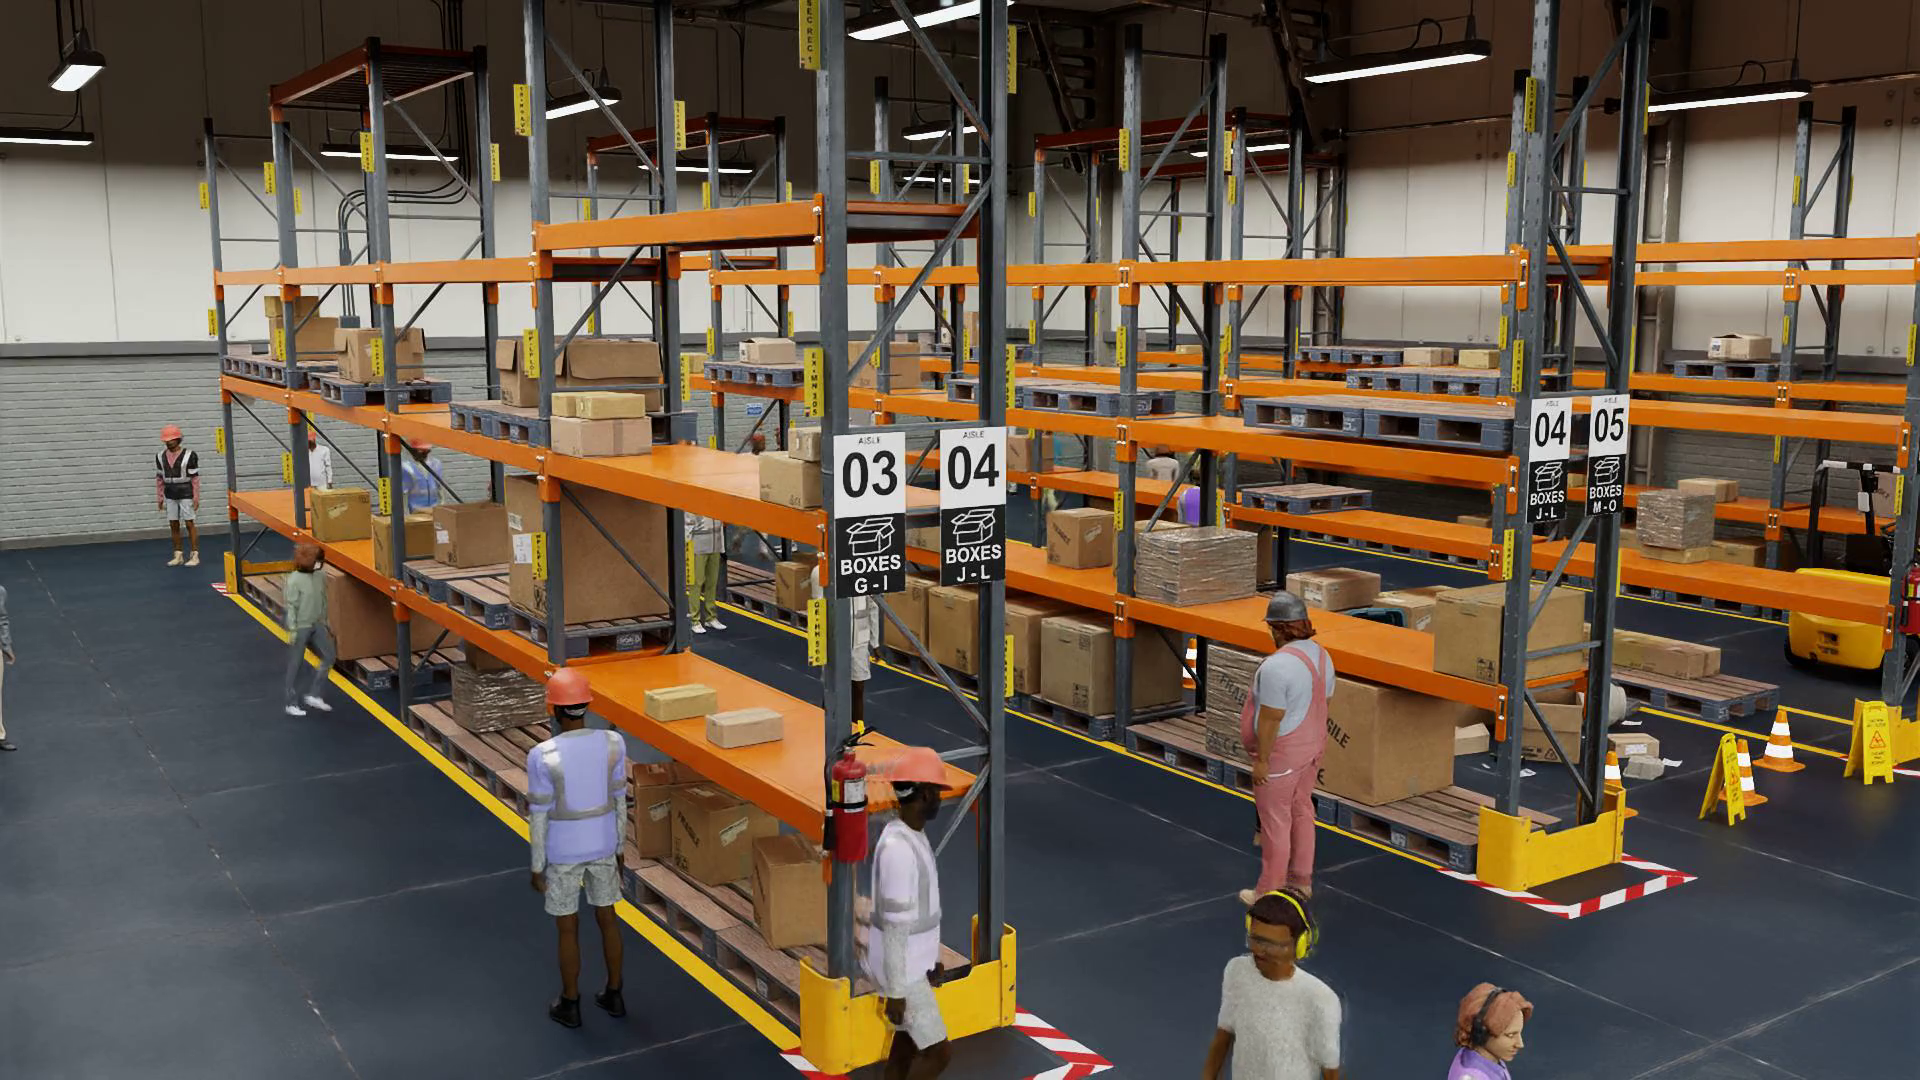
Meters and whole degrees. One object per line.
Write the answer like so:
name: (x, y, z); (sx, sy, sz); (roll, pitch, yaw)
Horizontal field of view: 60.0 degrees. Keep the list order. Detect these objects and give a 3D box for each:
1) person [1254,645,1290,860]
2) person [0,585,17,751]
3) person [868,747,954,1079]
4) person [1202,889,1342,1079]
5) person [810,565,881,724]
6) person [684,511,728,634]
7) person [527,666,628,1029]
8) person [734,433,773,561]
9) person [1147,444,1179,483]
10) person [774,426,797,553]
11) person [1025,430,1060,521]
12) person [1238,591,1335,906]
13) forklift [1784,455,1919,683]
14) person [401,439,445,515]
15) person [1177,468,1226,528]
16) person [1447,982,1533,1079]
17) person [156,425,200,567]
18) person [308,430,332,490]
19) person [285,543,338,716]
person: (2.220, 1.368, 11.442); (0.319, 1.686, 0.539); (-3, 9, -17)
person: (-8.237, 0.948, 13.986); (0.321, 1.761, 0.522); (6, 10, 33)
person: (-0.198, 1.870, 7.340); (0.439, 1.909, 0.574); (1, 9, 3)
person: (1.089, 2.127, 5.960); (0.961, 1.816, 0.499); (-6, 10, -34)
person: (-0.927, 0.843, 13.766); (0.606, 2.037, 0.382); (-4, 10, -26)
person: (-2.898, 0.103, 19.054); (0.381, 1.924, 0.593); (7, 11, 39)
person: (-2.036, 1.629, 8.862); (0.545, 1.938, 0.375); (-6, 10, -33)
person: (-2.966, -0.625, 24.167); (0.614, 1.849, 0.606); (7, 11, 38)
person: (3.102, -0.704, 25.419); (0.505, 1.627, 0.283); (-1, 9, -6)
person: (-2.621, -0.757, 24.861); (0.399, 1.905, 0.642); (-1, 9, -8)
person: (1.387, -1.178, 28.255); (0.770, 1.718, 0.568); (5, 10, 32)
person: (2.058, 1.313, 10.616); (0.535, 2.000, 0.686); (8, 11, 41)
forklift: (9.643, 0.253, 17.172); (2.313, 2.155, 1.214); (-6, 10, -33)
person: (-7.183, -0.428, 22.232); (0.536, 2.030, 0.628); (8, 12, 44)
person: (2.884, 0.049, 19.721); (0.620, 1.837, 0.429); (7, 11, 41)
person: (1.722, 2.273, 5.565); (0.313, 1.637, 0.513); (3, 9, 20)
person: (-11.062, -0.615, 23.507); (0.611, 2.031, 0.411); (1, 9, 4)
person: (-10.340, -0.938, 26.605); (0.575, 1.739, 0.348); (-3, 9, -21)
person: (-6.011, 0.818, 15.342); (0.518, 1.607, 0.617); (3, 9, 17)
